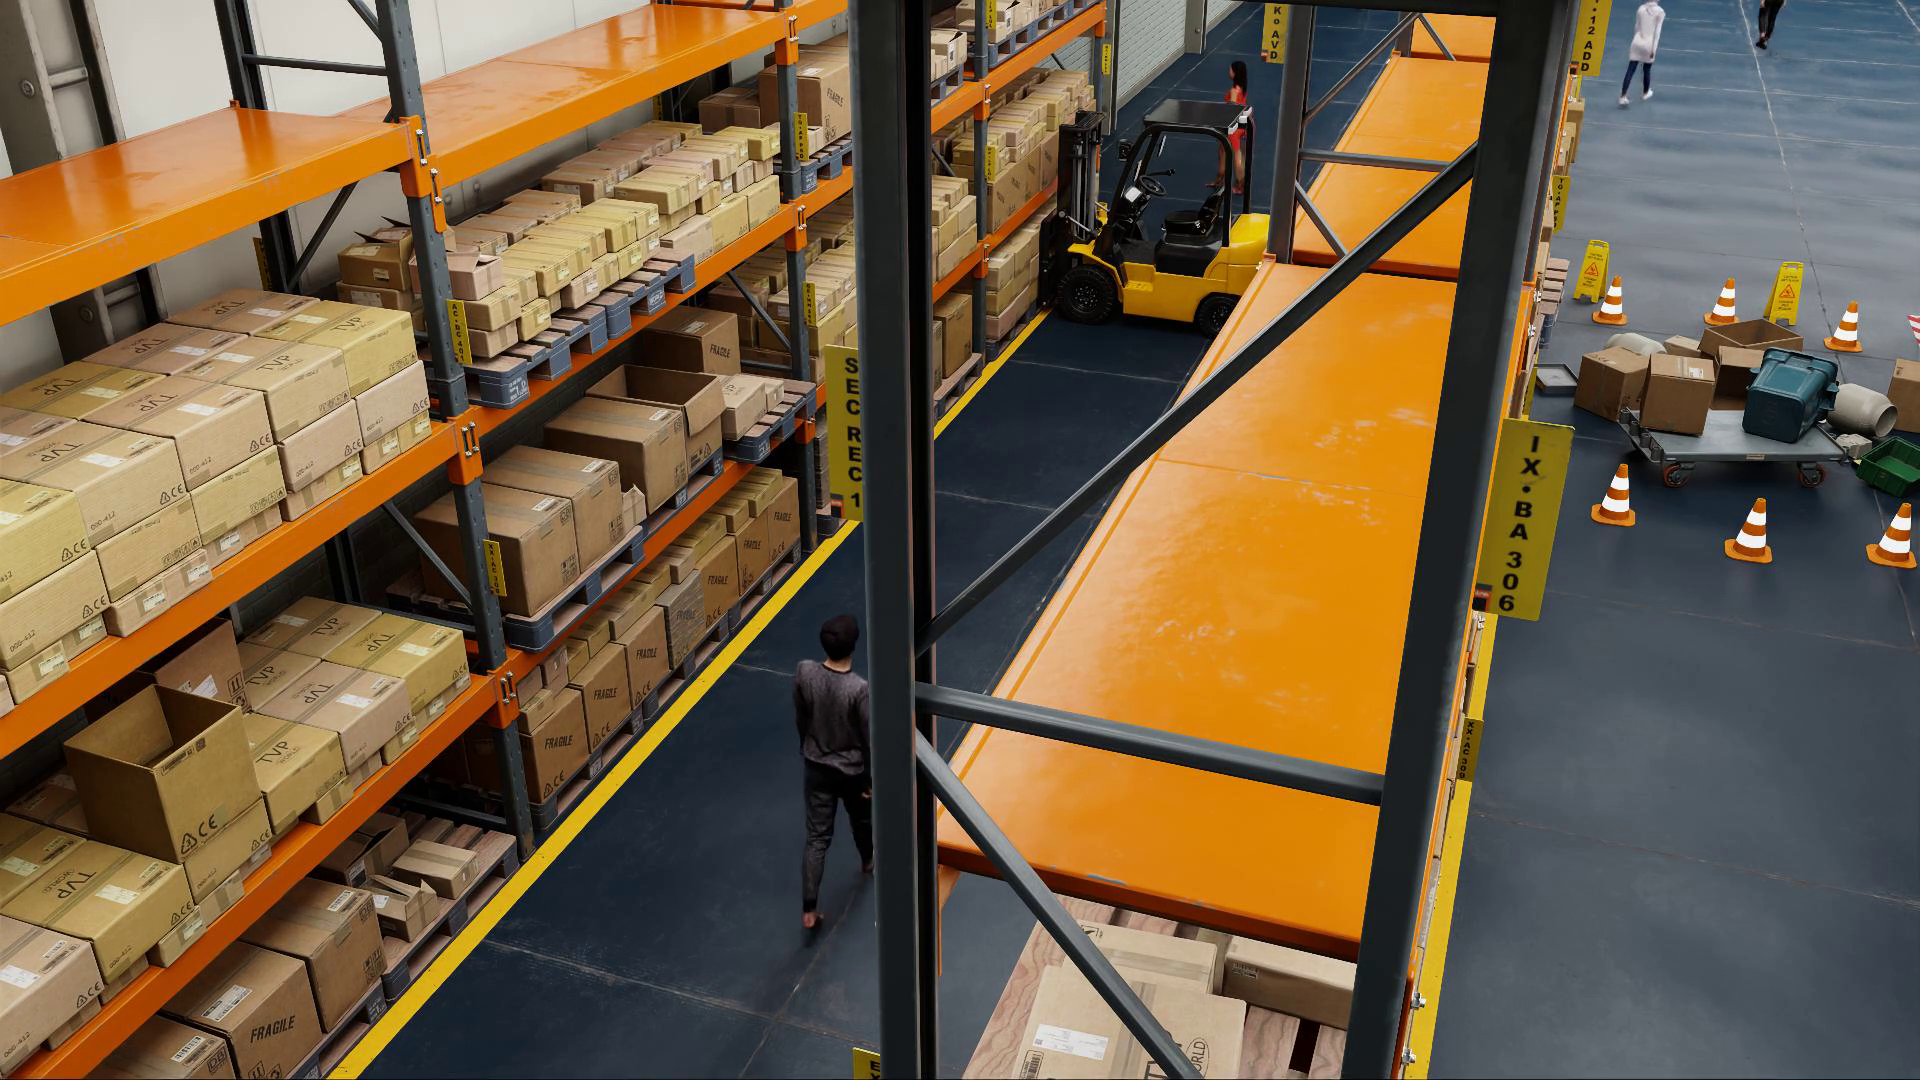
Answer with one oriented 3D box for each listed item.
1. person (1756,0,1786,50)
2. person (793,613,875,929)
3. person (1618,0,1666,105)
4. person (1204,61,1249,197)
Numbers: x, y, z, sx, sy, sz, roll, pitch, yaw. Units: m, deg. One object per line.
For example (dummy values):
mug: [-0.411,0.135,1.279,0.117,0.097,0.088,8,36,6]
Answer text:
person: [14.268,-9.456,29.113,0.667,1.702,0.703,4,28,7]
person: [-0.700,1.247,8.887,0.713,1.822,1.127,9,29,16]
person: [10.387,-7.499,25.407,0.907,1.731,1.220,23,36,37]
person: [3.573,-5.204,21.127,0.701,1.704,0.713,11,30,21]
